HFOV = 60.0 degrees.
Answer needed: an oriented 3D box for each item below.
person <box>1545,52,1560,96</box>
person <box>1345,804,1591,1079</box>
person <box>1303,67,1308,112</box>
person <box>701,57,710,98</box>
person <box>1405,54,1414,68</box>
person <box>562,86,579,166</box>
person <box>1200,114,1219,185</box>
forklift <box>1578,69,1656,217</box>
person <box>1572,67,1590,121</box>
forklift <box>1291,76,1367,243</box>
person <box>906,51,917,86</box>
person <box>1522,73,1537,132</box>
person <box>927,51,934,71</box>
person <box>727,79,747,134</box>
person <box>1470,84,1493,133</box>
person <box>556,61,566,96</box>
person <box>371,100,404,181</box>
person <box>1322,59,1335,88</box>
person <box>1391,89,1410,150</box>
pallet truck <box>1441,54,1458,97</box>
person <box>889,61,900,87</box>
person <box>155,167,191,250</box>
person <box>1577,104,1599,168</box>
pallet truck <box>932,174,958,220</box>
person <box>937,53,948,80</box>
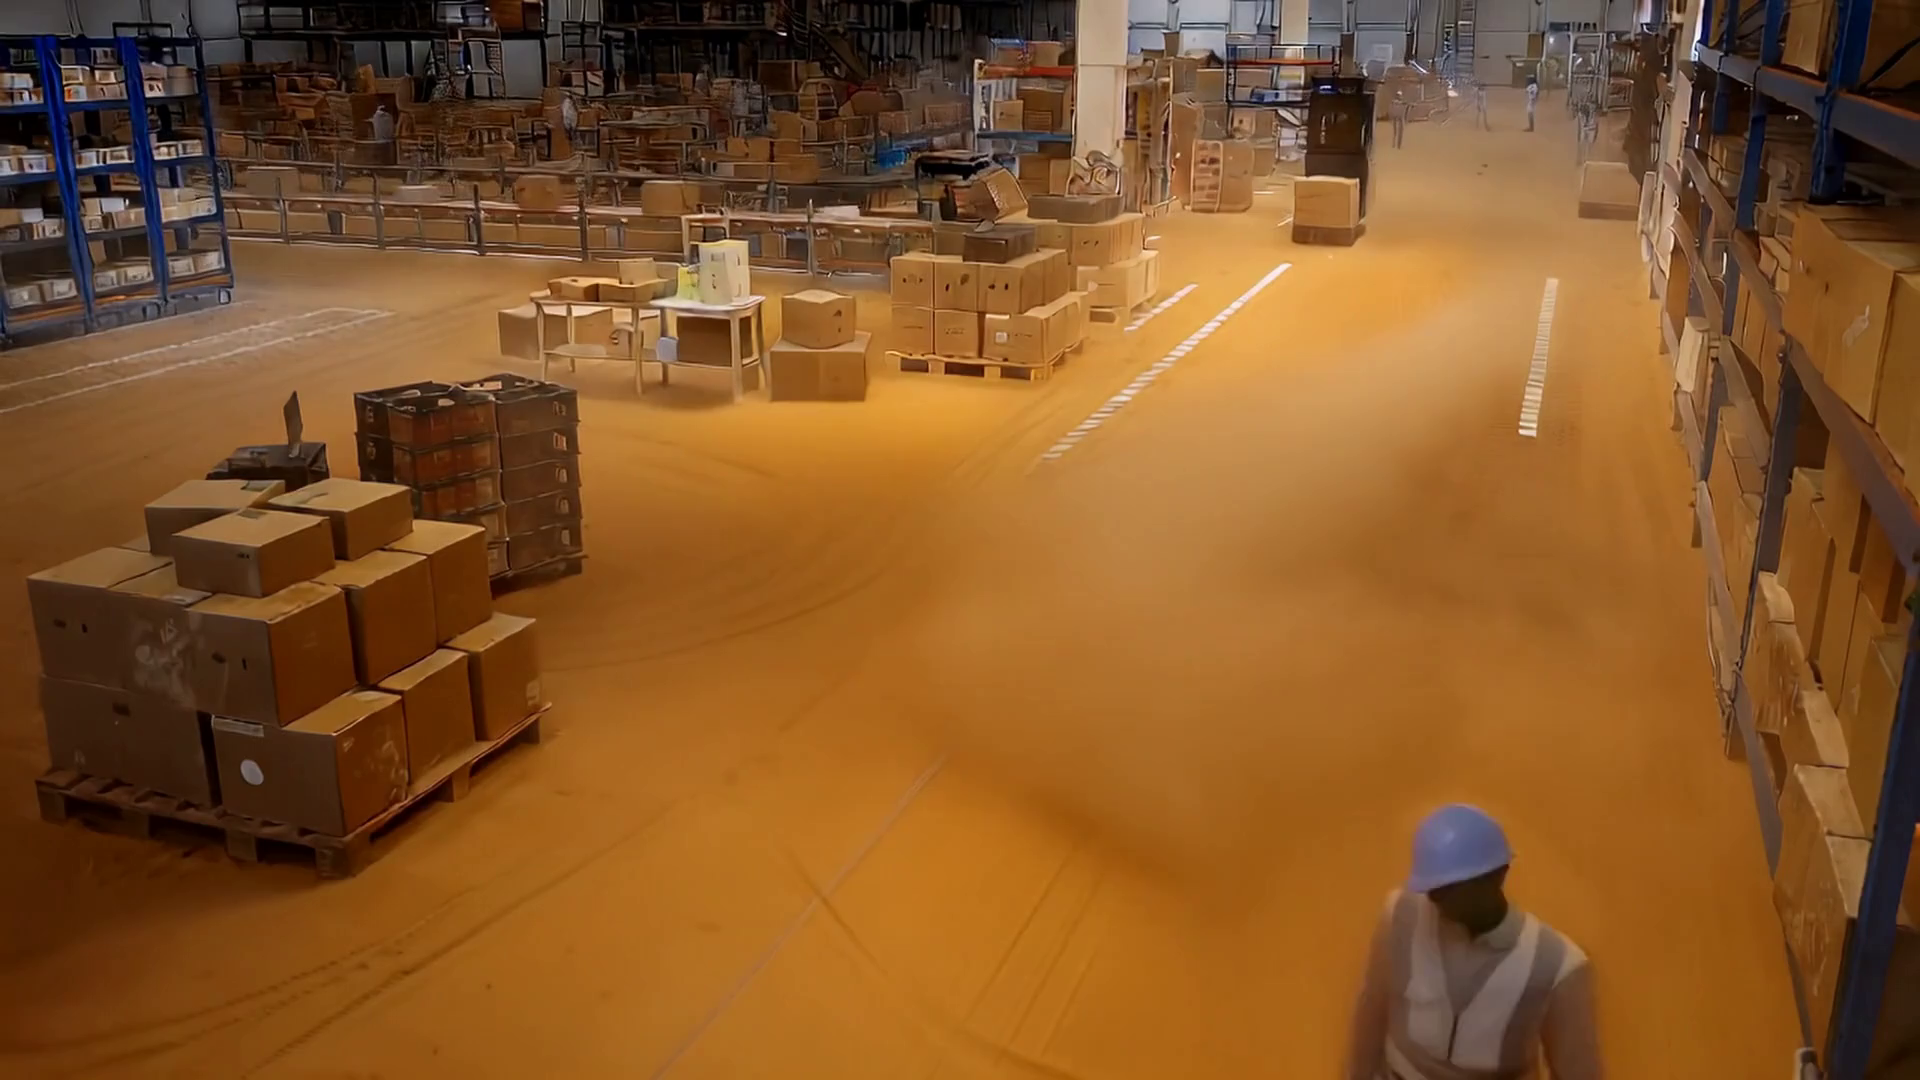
[{"bbox_3d":[28.476,-22.392,79.876,0.685,2.000,0.535,15,23,39],"label":"person"},{"bbox_3d":[1.389,1.608,4.662,0.708,1.916,0.423,11,21,30],"label":"person"},{"bbox_3d":[13.717,-18.104,66.598,0.583,1.914,0.657,16,23,40],"label":"person"},{"bbox_3d":[-11.422,-20.696,74.747,0.377,1.917,0.600,5,18,17],"label":"person"},{"bbox_3d":[22.209,-23.063,82.264,1.008,1.876,0.592,15,23,39],"label":"person"},{"bbox_3d":[-10.147,-10.818,43.502,0.377,2.045,0.605,3,18,8],"label":"person"},{"bbox_3d":[5.820,-9.108,38.823,0.287,1.626,0.497,-13,22,-34],"label":"person"},{"bbox_3d":[13.219,-7.740,32.475,1.873,2.768,1.129,6,19,18],"label":"forklift"},{"bbox_3d":[22.860,-16.423,61.266,0.606,1.958,0.378,3,18,8],"label":"person"},{"bbox_3d":[6.598,-6.755,29.381,1.129,2.768,1.873,6,19,19],"label":"forklift"},{"bbox_3d":[-2.589,-25.115,88.686,0.554,1.897,0.994,0,18,-1],"label":"person"},{"bbox_3d":[19.210,-14.758,56.082,0.385,1.930,0.541,13,22,35],"label":"person"},{"bbox_3d":[-1.503,-23.592,83.726,0.400,1.989,0.623,7,19,21],"label":"person"},{"bbox_3d":[-7.273,-13.987,53.846,0.629,1.816,0.600,13,22,35],"label":"person"},{"bbox_3d":[17.322,-14.300,55.174,0.520,1.597,0.854,-9,20,-25],"label":"person"},{"bbox_3d":[-17.446,-20.022,72.759,0.345,1.840,0.504,6,19,19],"label":"person"},{"bbox_3d":[-13.708,-9.560,39.798,0.444,1.893,0.676,12,21,33],"label":"person"},{"bbox_3d":[19.345,-24.711,87.505,0.939,1.826,0.557,2,18,5],"label":"person"},{"bbox_3d":[12.845,-12.257,48.523,0.543,1.743,0.703,4,18,11],"label":"person"},{"bbox_3d":[22.765,-21.886,78.355,0.823,1.965,1.885,-4,18,-14],"label":"pallet truck"},{"bbox_3d":[-3.015,-21.178,76.604,0.486,1.718,0.757,-1,18,-3],"label":"person"},{"bbox_3d":[-13.094,-5.599,27.571,0.381,1.750,0.550,6,19,18],"label":"person"},{"bbox_3d":[16.216,-10.424,42.926,0.523,1.636,0.310,-4,18,-13],"label":"person"},{"bbox_3d":[-0.507,-5.292,27.348,0.653,1.274,1.630,6,19,19],"label":"pallet truck"},{"bbox_3d":[-0.856,-24.379,86.419,0.622,1.859,0.760,8,19,24],"label":"person"}]
